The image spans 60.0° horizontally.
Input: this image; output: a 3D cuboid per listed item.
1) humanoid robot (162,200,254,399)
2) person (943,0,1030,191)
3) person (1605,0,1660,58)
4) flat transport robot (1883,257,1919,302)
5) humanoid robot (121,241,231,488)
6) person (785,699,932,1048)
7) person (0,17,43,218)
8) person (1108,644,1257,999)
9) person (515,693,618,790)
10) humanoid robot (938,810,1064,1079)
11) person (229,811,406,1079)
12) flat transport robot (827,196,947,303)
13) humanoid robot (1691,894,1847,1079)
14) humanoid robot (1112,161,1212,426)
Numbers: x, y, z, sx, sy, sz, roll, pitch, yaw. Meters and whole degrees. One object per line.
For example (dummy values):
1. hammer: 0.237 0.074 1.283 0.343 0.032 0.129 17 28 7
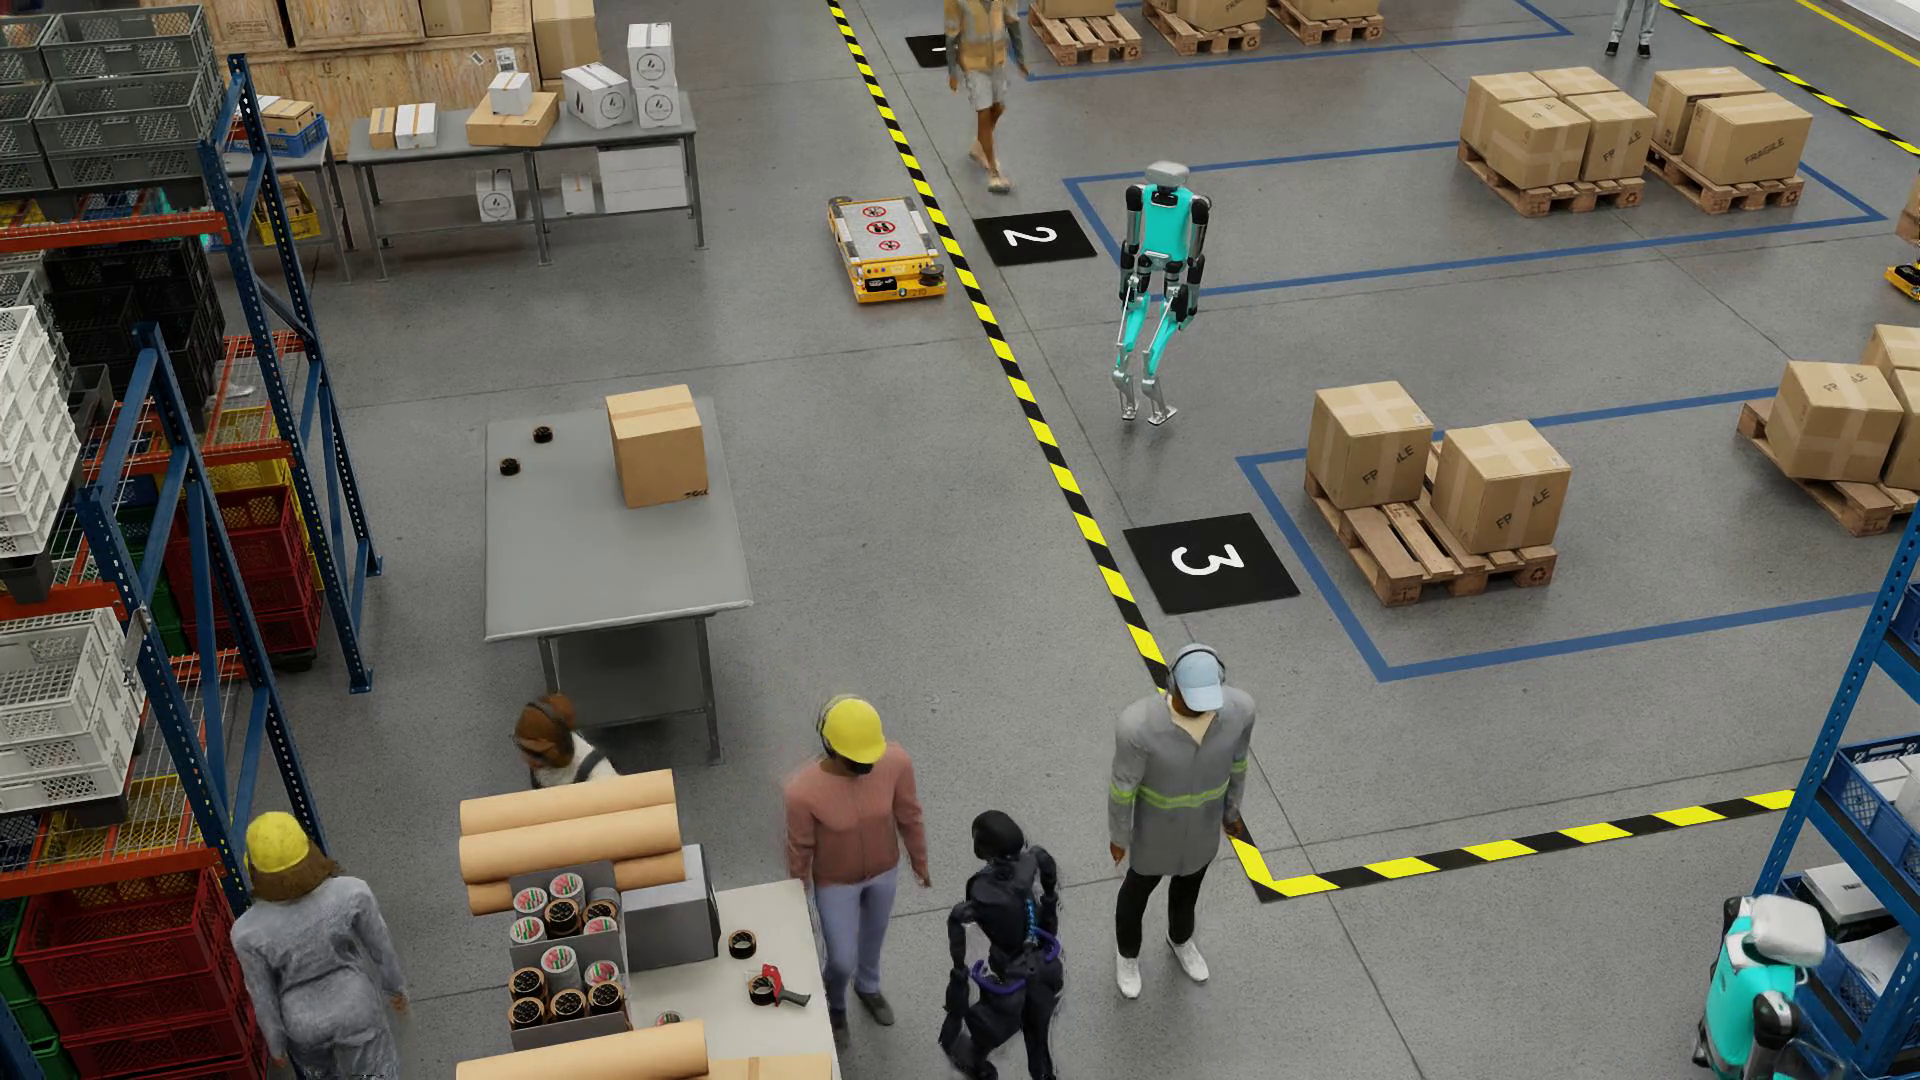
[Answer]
1. humanoid robot: -5.095 -1.598 10.497 0.933 1.796 0.560 -12 38 -16
2. person: 0.210 -3.800 13.236 0.703 2.018 0.667 -19 41 -24
3. person: 6.472 -5.439 15.551 0.585 1.835 0.404 9 38 12
4. flat transport robot: 7.590 -1.923 12.115 1.431 0.197 0.652 -8 37 -10
5. humanoid robot: -4.659 -1.009 9.727 0.612 1.642 0.325 27 44 31
6. person: -0.378 1.323 6.527 0.543 1.752 0.424 -17 40 -22
7. person: -7.323 -3.374 12.741 0.548 1.885 1.009 -1 37 -2
8. person: 0.884 1.138 6.698 0.596 1.850 0.396 -10 38 -13
9. person: -1.456 1.277 6.548 0.448 1.826 0.551 -30 46 -34
10. humanoid robot: 0.204 1.667 6.189 0.784 1.624 0.589 30 46 34
11. person: -2.302 1.682 6.103 0.505 1.686 0.760 -17 40 -21
12. flat transport robot: -0.570 -2.220 12.538 0.659 0.231 1.431 -8 37 -10
13. humanoid robot: 2.822 1.892 5.782 1.015 1.733 0.548 4 37 6
14. humanoid robot: 1.140 -1.428 10.134 0.533 1.672 0.735 17 40 22
